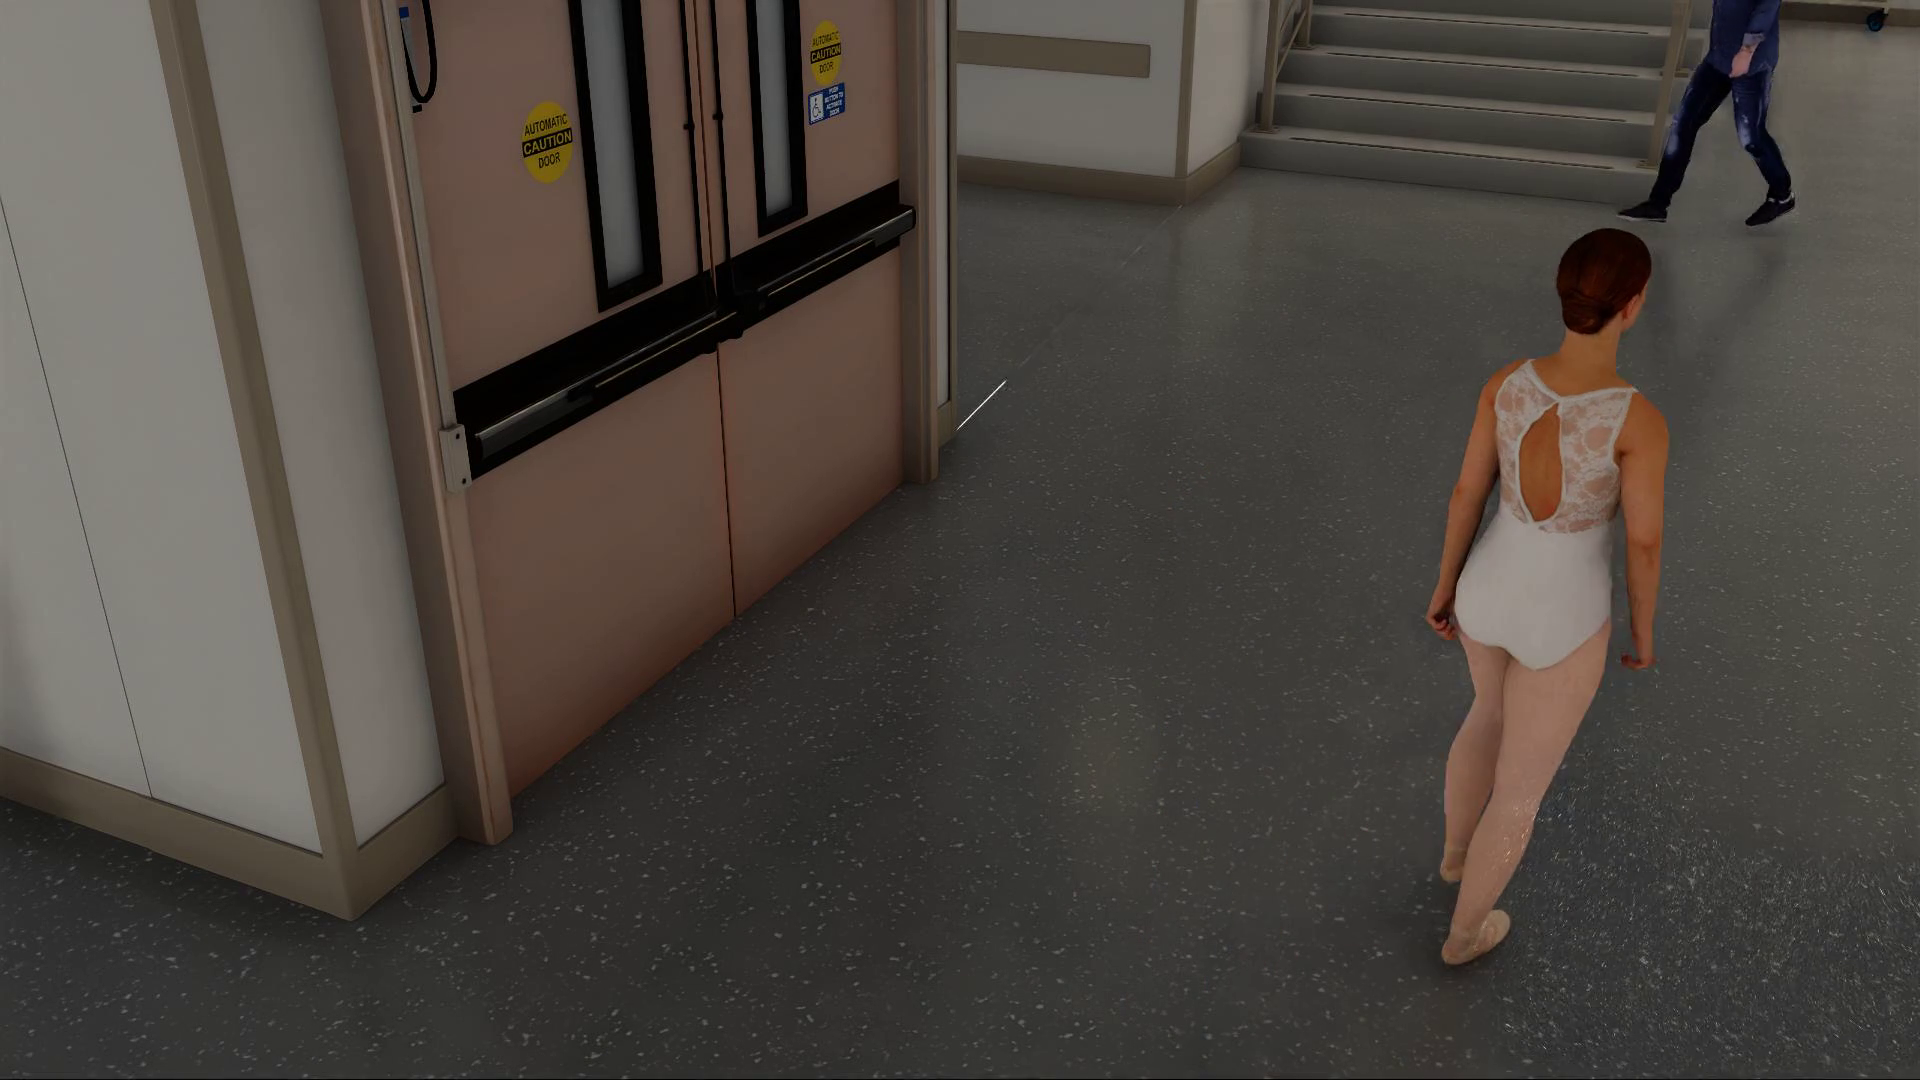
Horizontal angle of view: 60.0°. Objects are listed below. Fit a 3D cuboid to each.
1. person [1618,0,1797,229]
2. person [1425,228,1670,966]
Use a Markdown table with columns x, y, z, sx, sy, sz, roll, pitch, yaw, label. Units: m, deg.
| x | y | z | sx | sy | sz | roll | pitch | yaw | label |
| --- | --- | --- | --- | --- | --- | --- | --- | --- | --- |
| 4.226 | -2.524 | 8.882 | 1.215 | 1.785 | 1.254 | -4 | 26 | -9 | person |
| 1.139 | 0.191 | 3.435 | 0.766 | 1.627 | 0.694 | -20 | 32 | -36 | person |
